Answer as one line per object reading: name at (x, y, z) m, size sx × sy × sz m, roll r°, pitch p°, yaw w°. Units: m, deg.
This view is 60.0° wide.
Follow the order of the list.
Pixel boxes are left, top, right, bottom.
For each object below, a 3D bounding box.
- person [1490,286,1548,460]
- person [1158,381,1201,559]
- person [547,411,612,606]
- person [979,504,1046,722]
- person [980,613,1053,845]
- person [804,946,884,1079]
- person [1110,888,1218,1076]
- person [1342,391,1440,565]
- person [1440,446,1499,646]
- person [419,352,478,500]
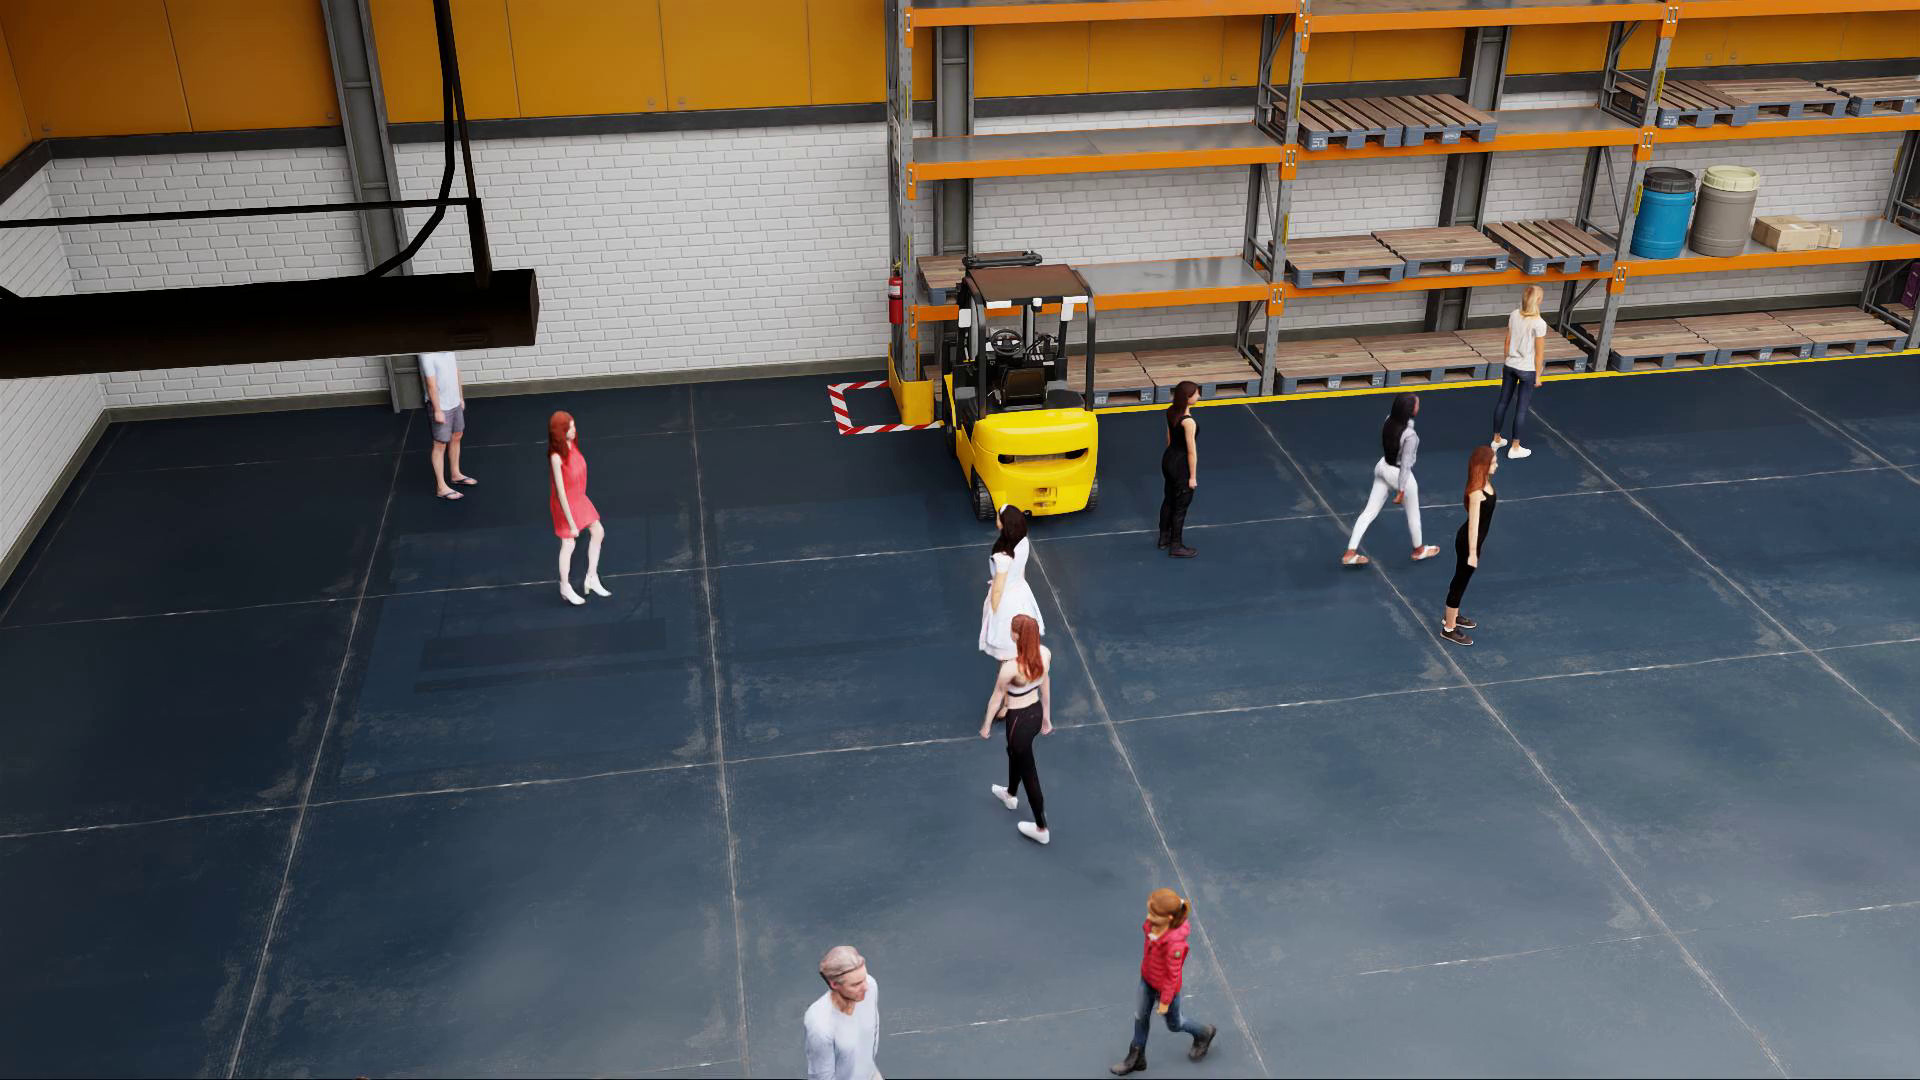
person at (5.650, -1.709, 16.780) m, size 0.637 × 1.809 × 0.669 m, roll -18°, pitch 33°, yaw -30°
person at (1.975, -0.648, 14.964) m, size 0.593 × 1.687 × 0.628 m, roll -10°, pitch 30°, yaw -18°
person at (-3.387, -0.263, 14.129) m, size 0.772 × 1.810 × 0.735 m, roll 6°, pitch 29°, yaw 11°
person at (0.385, 0.557, 12.624) m, size 0.914 × 1.812 × 0.860 m, roll 15°, pitch 32°, yaw 25°
person at (0.504, 1.322, 11.318) m, size 0.953 × 1.720 × 0.948 m, roll 24°, pitch 37°, yaw 37°
person at (-0.661, 2.765, 8.514) m, size 0.921 × 1.872 × 0.875 m, roll 25°, pitch 37°, yaw 38°
person at (1.226, 2.535, 9.541) m, size 0.940 × 1.292 × 0.675 m, roll -14°, pitch 32°, yaw -24°
person at (3.758, -0.503, 14.705) m, size 1.199 × 1.680 × 0.731 m, roll -9°, pitch 30°, yaw -16°
person at (4.203, 0.015, 13.707) m, size 0.666 × 1.726 × 0.653 m, roll 11°, pitch 30°, yaw 19°
person at (-4.982, -1.305, 16.019) m, size 0.696 × 1.830 × 0.714 m, roll 8°, pitch 30°, yaw 14°
